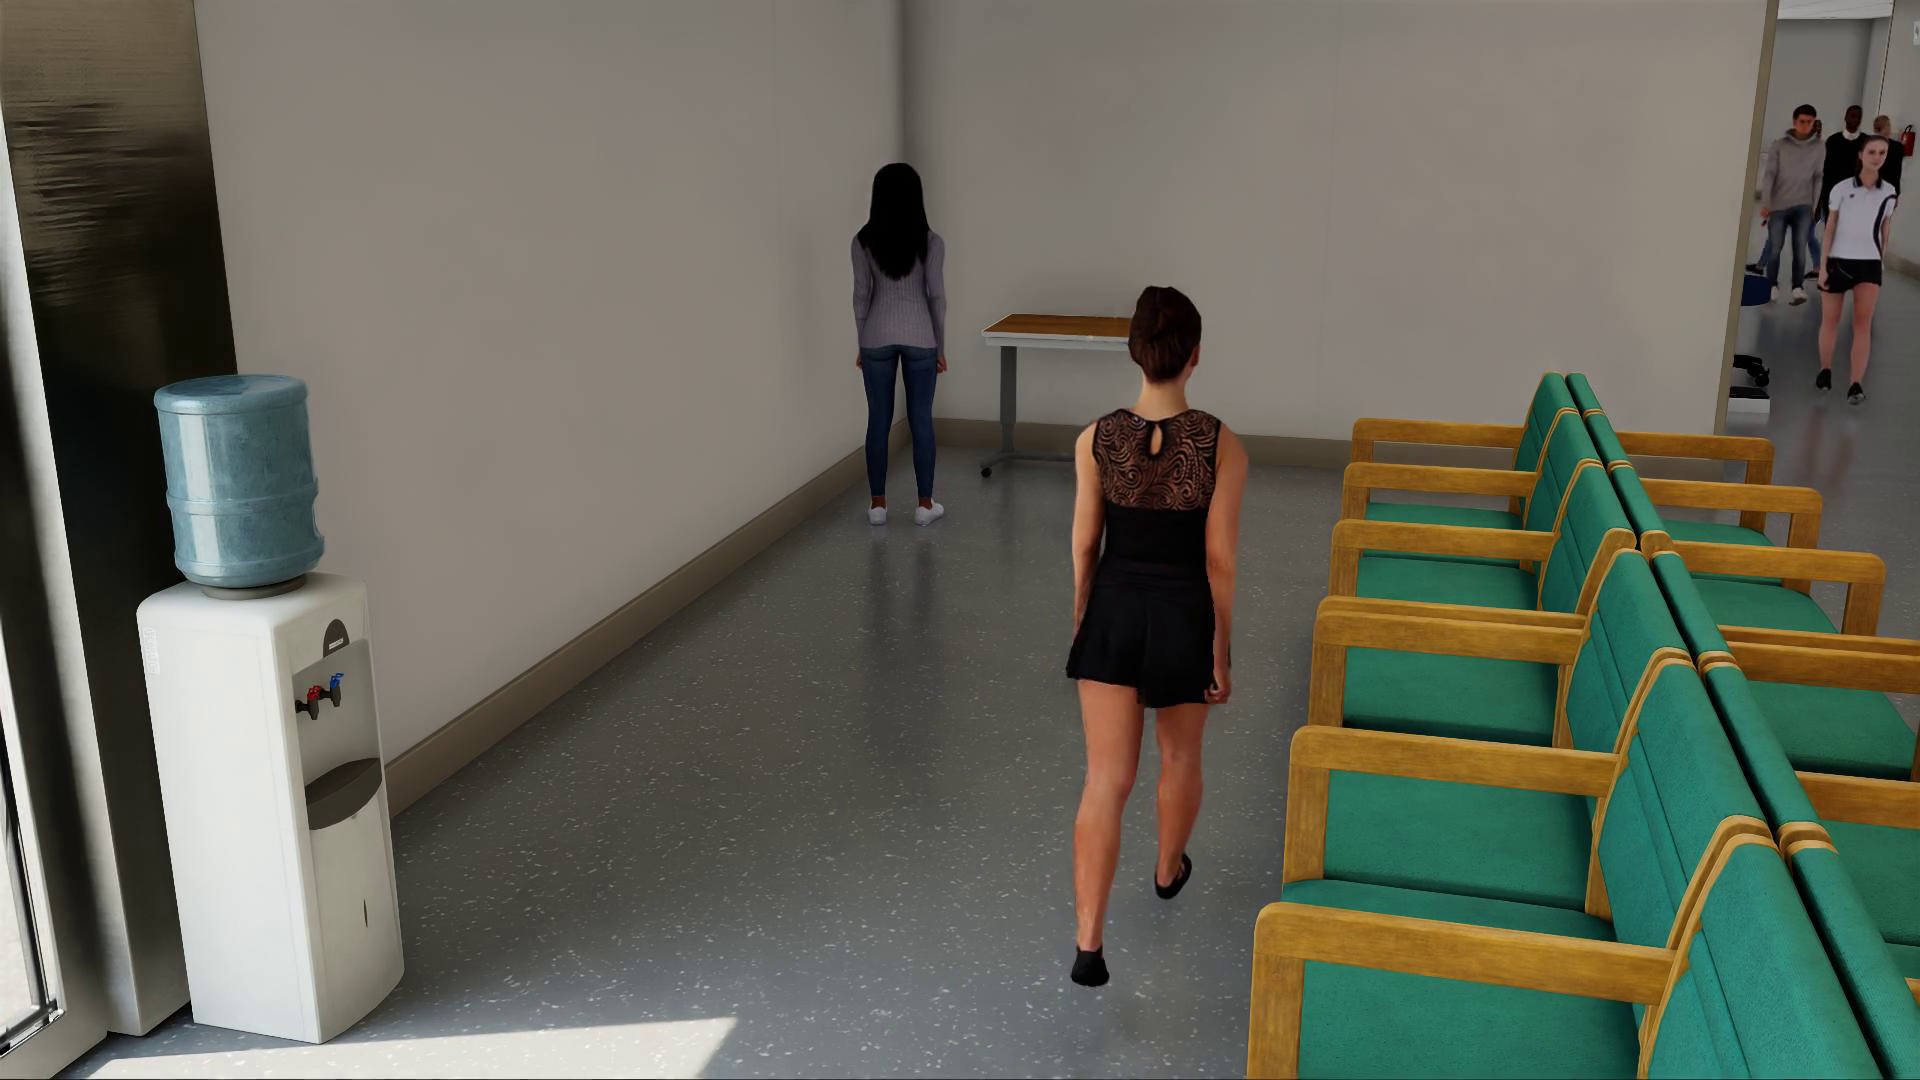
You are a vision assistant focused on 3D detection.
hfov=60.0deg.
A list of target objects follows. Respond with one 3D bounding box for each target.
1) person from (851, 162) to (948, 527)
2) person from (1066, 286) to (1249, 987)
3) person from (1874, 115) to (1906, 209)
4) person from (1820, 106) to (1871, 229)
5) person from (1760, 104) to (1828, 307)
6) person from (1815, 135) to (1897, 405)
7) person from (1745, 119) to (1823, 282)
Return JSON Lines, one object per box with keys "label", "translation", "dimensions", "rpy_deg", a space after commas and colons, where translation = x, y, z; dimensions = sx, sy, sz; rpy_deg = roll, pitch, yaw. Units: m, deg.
{"label": "person", "translation": [-0.293, -0.932, 7.997], "dimensions": [0.524, 1.734, 0.700], "rpy_deg": [1, 16, 4]}
{"label": "person", "translation": [0.427, 0.266, 3.927], "dimensions": [1.045, 1.637, 0.624], "rpy_deg": [4, 16, 13]}
{"label": "person", "translation": [9.646, -3.579, 17.477], "dimensions": [0.883, 1.686, 0.749], "rpy_deg": [6, 17, 21]}
{"label": "person", "translation": [9.307, -3.647, 17.579], "dimensions": [1.168, 1.762, 0.785], "rpy_deg": [6, 17, 19]}
{"label": "person", "translation": [7.777, -3.131, 15.626], "dimensions": [0.953, 1.828, 0.772], "rpy_deg": [5, 17, 17]}
{"label": "person", "translation": [5.874, -1.766, 11.016], "dimensions": [1.117, 1.702, 0.716], "rpy_deg": [6, 17, 21]}
{"label": "person", "translation": [8.718, -3.445, 17.091], "dimensions": [1.069, 1.638, 1.129], "rpy_deg": [-9, 18, -29]}
